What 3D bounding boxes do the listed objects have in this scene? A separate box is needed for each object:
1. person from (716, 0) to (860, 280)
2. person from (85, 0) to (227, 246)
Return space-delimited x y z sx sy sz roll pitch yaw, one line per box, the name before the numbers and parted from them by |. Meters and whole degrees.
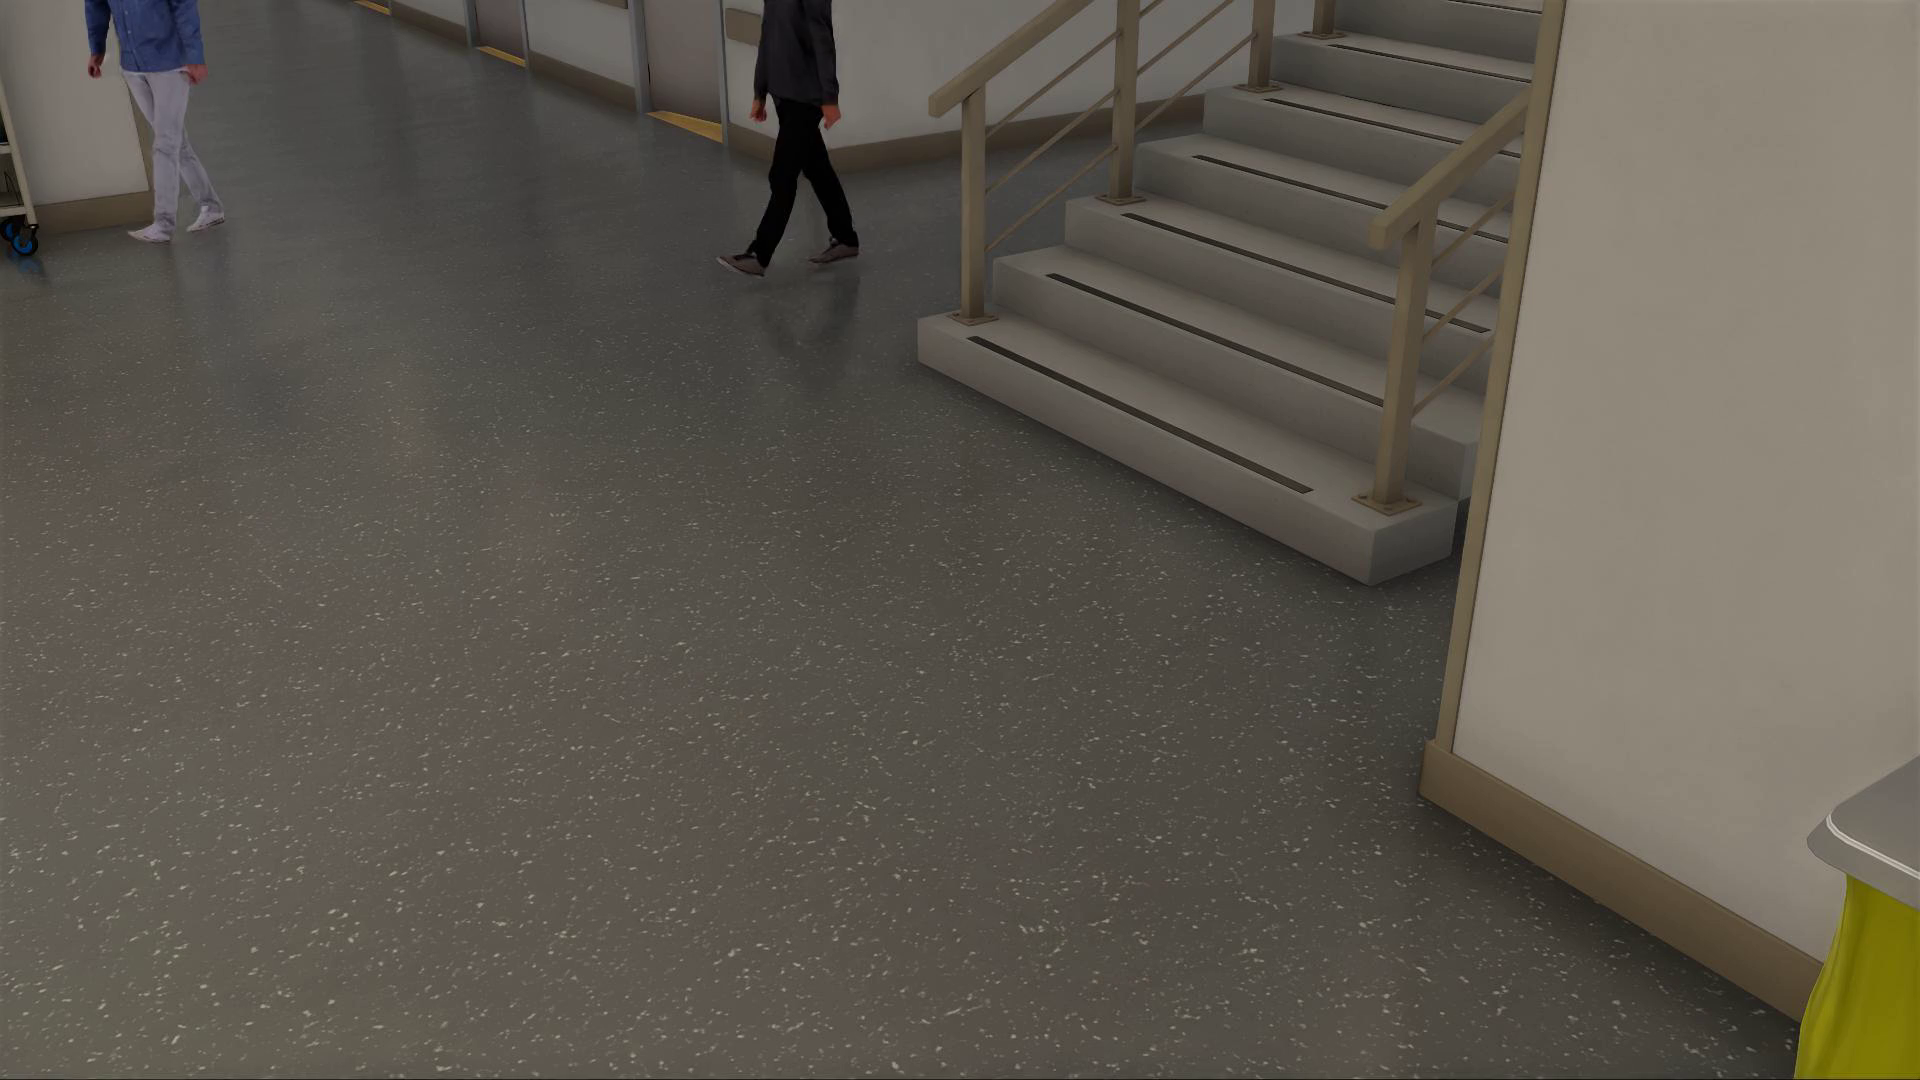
person | -0.707 -2.150 8.115 1.047 1.727 0.634 -17 30 -31
person | -4.165 -2.512 8.723 1.033 1.851 1.144 6 26 13
